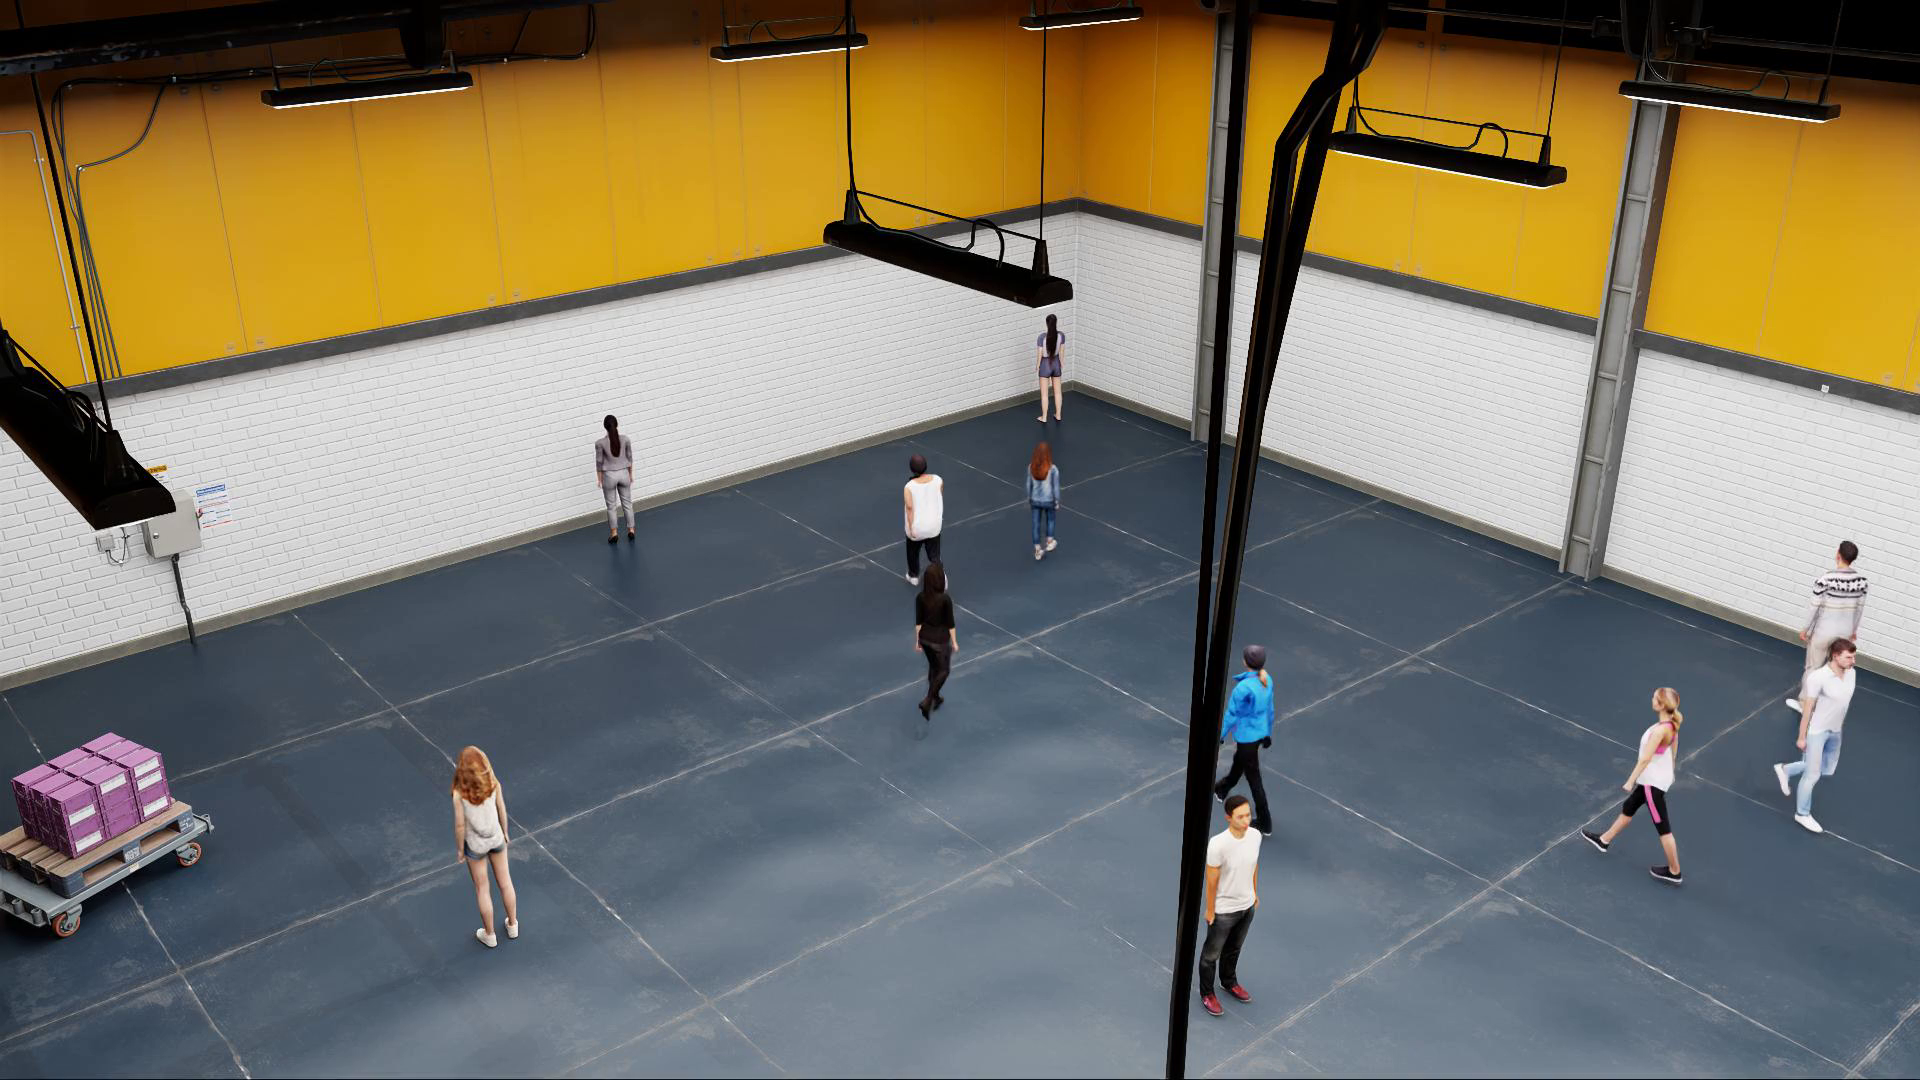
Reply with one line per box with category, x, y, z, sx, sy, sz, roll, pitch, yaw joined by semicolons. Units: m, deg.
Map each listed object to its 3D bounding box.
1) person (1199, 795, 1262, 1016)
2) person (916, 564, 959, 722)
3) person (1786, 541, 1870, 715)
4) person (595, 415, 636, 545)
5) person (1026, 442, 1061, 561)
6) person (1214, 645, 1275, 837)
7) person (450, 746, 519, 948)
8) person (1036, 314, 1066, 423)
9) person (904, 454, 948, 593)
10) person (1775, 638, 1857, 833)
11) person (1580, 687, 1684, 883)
person;2.025;2.703;12.482;0.671;1.804;0.574;-14;27;-29
person;-0.272;1.042;16.507;0.922;1.625;0.840;11;26;24
person;8.687;0.898;16.547;0.812;1.856;0.839;-3;24;-6
person;-4.248;-0.748;20.536;0.675;1.678;0.667;-11;26;-23
person;0.979;-0.452;20.123;0.792;1.466;0.833;7;25;16
person;2.616;1.798;14.605;0.625;1.763;1.085;-20;30;-38
person;-3.755;2.431;13.173;0.592;1.751;0.534;-15;28;-30
person;1.352;-2.561;24.718;0.656;1.650;0.631;-9;25;-19
person;-0.399;-0.178;19.247;0.826;1.666;1.070;-10;26;-22
person;7.588;1.671;14.808;0.826;1.833;1.016;-9;25;-19
person;5.916;2.096;13.956;1.164;1.736;0.742;20;30;37
